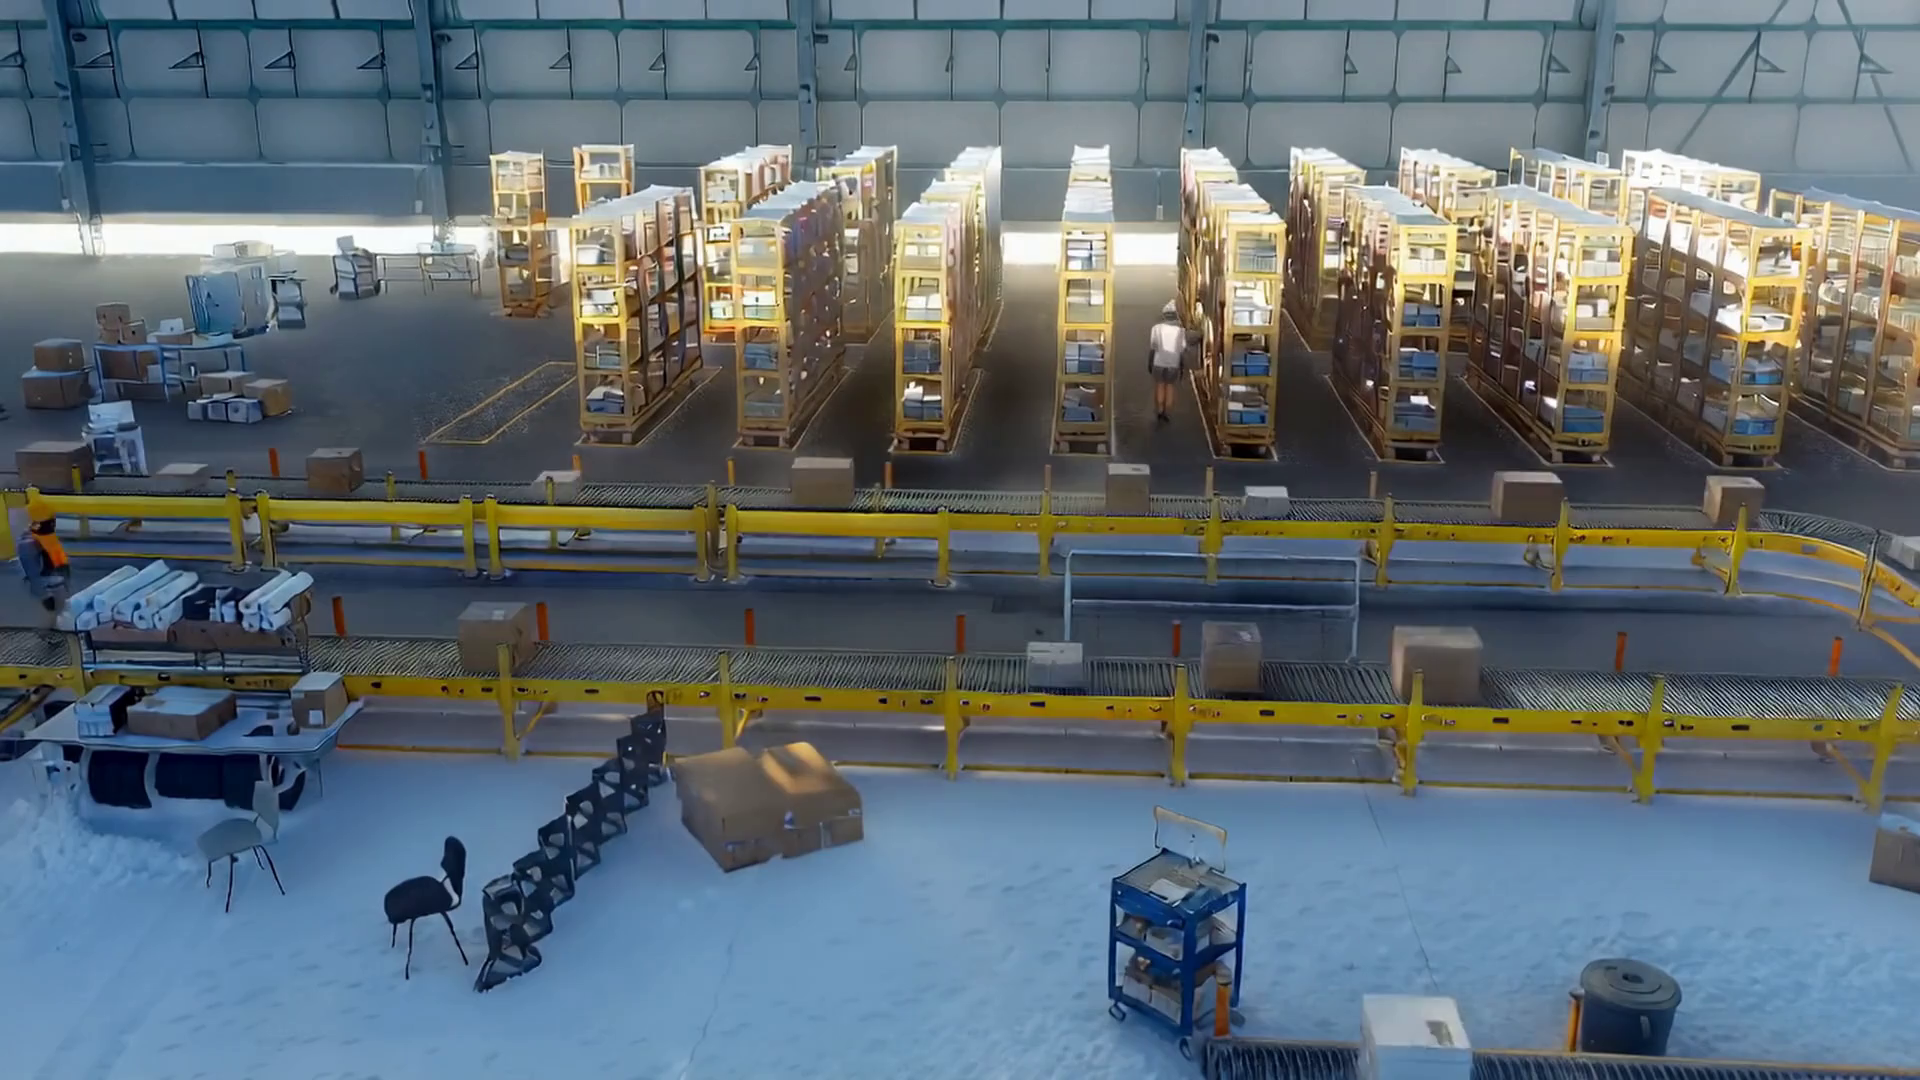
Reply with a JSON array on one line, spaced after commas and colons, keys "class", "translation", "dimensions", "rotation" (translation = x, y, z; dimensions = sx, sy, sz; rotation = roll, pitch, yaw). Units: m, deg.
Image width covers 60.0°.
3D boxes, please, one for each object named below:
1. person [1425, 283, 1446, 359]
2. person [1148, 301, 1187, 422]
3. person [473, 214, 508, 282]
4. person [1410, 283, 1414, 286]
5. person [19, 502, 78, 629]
[{"class": "person", "translation": [9.081, -4.311, 31.980], "dimensions": [0.382, 1.993, 0.609], "rotation": [-5, 18, -17]}, {"class": "person", "translation": [3.438, -2.936, 27.549], "dimensions": [0.627, 2.033, 0.491], "rotation": [1, 18, 3]}, {"class": "person", "translation": [-12.056, -7.433, 42.338], "dimensions": [0.851, 1.718, 0.566], "rotation": [-4, 18, -12]}, {"class": "person", "translation": [8.893, -4.493, 32.869], "dimensions": [0.959, 1.796, 0.583], "rotation": [0, 17, -2]}, {"class": "person", "translation": [-9.316, 0.471, 17.143], "dimensions": [0.932, 1.777, 0.624], "rotation": [0, 17, -1]}]
